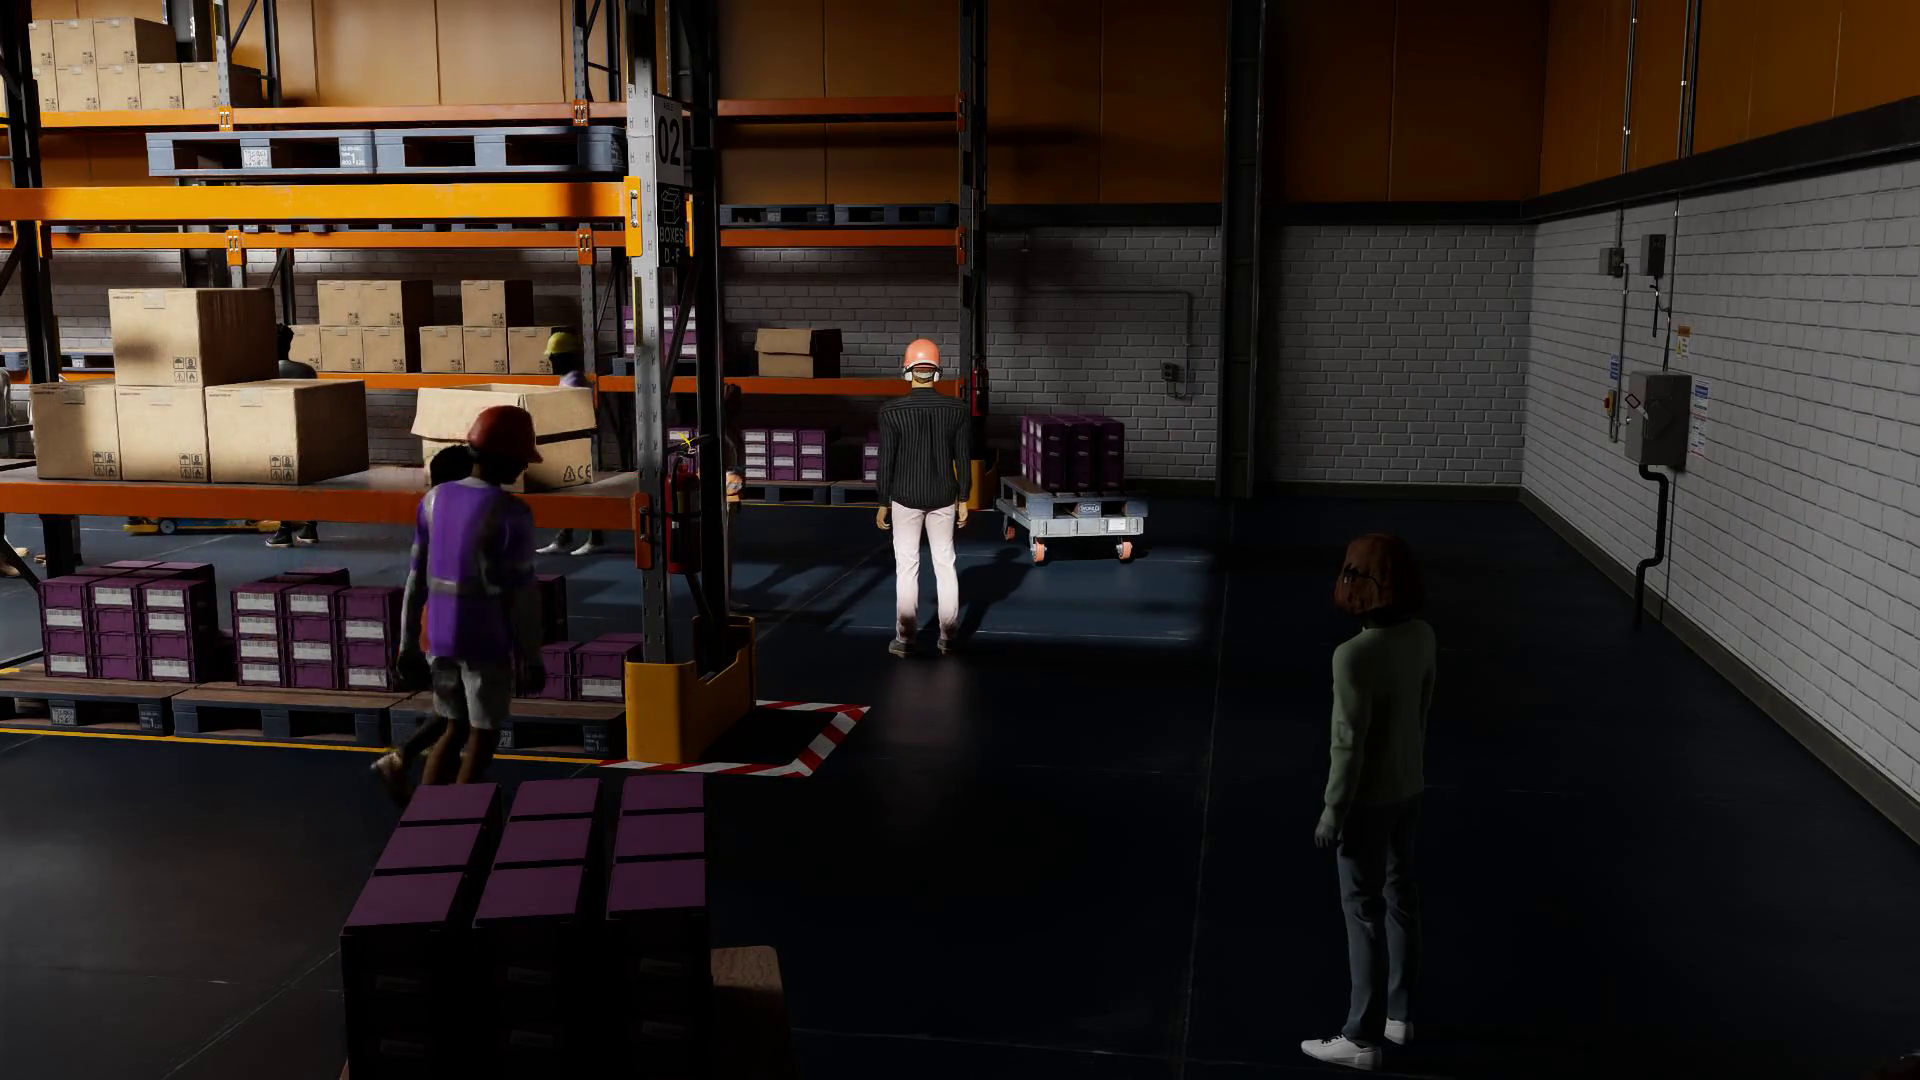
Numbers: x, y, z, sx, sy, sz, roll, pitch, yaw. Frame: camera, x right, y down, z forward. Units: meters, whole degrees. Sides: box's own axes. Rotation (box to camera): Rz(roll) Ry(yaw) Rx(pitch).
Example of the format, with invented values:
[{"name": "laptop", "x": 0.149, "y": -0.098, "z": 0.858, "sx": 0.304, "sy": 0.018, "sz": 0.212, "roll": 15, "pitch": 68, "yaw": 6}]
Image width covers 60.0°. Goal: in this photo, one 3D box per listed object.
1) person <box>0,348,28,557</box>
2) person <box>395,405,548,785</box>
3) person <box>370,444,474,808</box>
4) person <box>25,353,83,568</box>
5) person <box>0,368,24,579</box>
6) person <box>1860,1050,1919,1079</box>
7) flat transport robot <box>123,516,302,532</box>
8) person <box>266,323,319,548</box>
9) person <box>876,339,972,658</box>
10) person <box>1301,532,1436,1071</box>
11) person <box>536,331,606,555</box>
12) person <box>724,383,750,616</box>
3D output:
[{"name": "person", "x": -8.194, "y": -0.764, "z": 14.068, "sx": 0.640, "sy": 1.839, "sz": 0.429, "roll": 8, "pitch": 12, "yaw": 42}, {"name": "person", "x": -1.914, "y": 0.407, "z": 6.625, "sx": 0.579, "sy": 1.888, "sz": 0.514, "roll": 5, "pitch": 11, "yaw": 29}, {"name": "person", "x": -2.299, "y": 0.405, "z": 7.326, "sx": 0.497, "sy": 1.658, "sz": 0.548, "roll": -3, "pitch": 9, "yaw": -15}, {"name": "person", "x": -7.429, "y": -0.716, "z": 13.615, "sx": 0.356, "sy": 1.883, "sz": 0.574, "roll": -7, "pitch": 12, "yaw": -38}, {"name": "person", "x": -7.555, "y": -0.678, "z": 12.883, "sx": 0.377, "sy": 2.045, "sz": 0.605, "roll": 3, "pitch": 10, "yaw": 20}, {"name": "person", "x": 0.798, "y": 1.287, "z": 1.393, "sx": 0.454, "sy": 1.825, "sz": 0.623, "roll": -7, "pitch": 11, "yaw": -36}, {"name": "flat transport robot", "x": -6.953, "y": -0.223, "z": 15.542, "sx": 1.431, "sy": 0.197, "sz": 0.652, "roll": 0, "pitch": 9, "yaw": -3}, {"name": "person", "x": -5.909, "y": -0.916, "z": 14.597, "sx": 0.368, "sy": 1.966, "sz": 0.602, "roll": 6, "pitch": 11, "yaw": 33}, {"name": "person", "x": -0.232, "y": -0.257, "z": 10.415, "sx": 0.623, "sy": 1.993, "sz": 0.385, "roll": -3, "pitch": 10, "yaw": -17}, {"name": "person", "x": 1.255, "y": 0.786, "z": 5.056, "sx": 0.286, "sy": 1.636, "sz": 0.499, "roll": 8, "pitch": 12, "yaw": 42}, {"name": "person", "x": -3.307, "y": -0.808, "z": 14.116, "sx": 0.485, "sy": 1.923, "sz": 0.625, "roll": -4, "pitch": 10, "yaw": -21}, {"name": "person", "x": -1.650, "y": -0.281, "z": 11.663, "sx": 0.314, "sy": 1.641, "sz": 0.515, "roll": 1, "pitch": 9, "yaw": 7}]
